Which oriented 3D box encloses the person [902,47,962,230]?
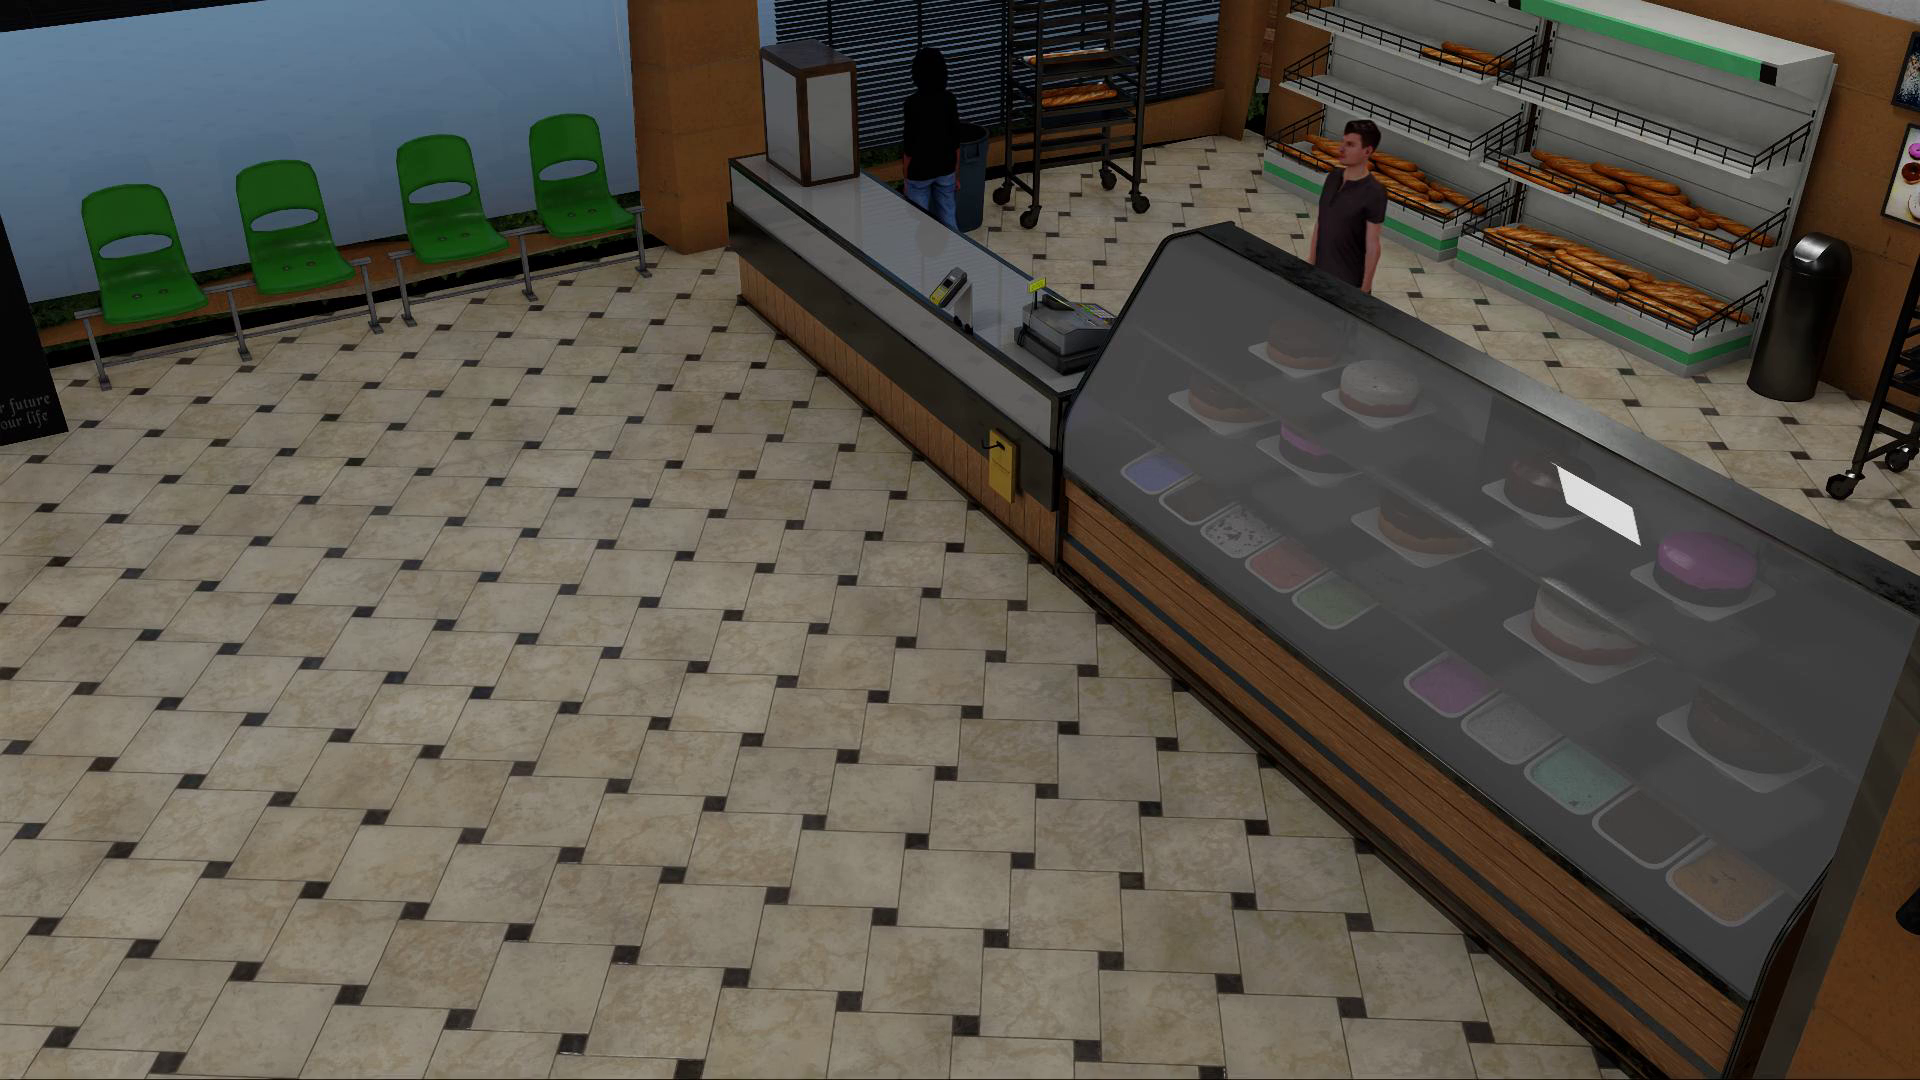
[{"bbox_3d":[-0.197,-2.401,10.994,0.513,1.701,0.658,-12,34,-18],"label":"person"}]

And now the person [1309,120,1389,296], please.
[{"bbox_3d":[2.146,-1.453,9.327,0.544,1.853,0.651,-15,35,-23],"label":"person"}]
